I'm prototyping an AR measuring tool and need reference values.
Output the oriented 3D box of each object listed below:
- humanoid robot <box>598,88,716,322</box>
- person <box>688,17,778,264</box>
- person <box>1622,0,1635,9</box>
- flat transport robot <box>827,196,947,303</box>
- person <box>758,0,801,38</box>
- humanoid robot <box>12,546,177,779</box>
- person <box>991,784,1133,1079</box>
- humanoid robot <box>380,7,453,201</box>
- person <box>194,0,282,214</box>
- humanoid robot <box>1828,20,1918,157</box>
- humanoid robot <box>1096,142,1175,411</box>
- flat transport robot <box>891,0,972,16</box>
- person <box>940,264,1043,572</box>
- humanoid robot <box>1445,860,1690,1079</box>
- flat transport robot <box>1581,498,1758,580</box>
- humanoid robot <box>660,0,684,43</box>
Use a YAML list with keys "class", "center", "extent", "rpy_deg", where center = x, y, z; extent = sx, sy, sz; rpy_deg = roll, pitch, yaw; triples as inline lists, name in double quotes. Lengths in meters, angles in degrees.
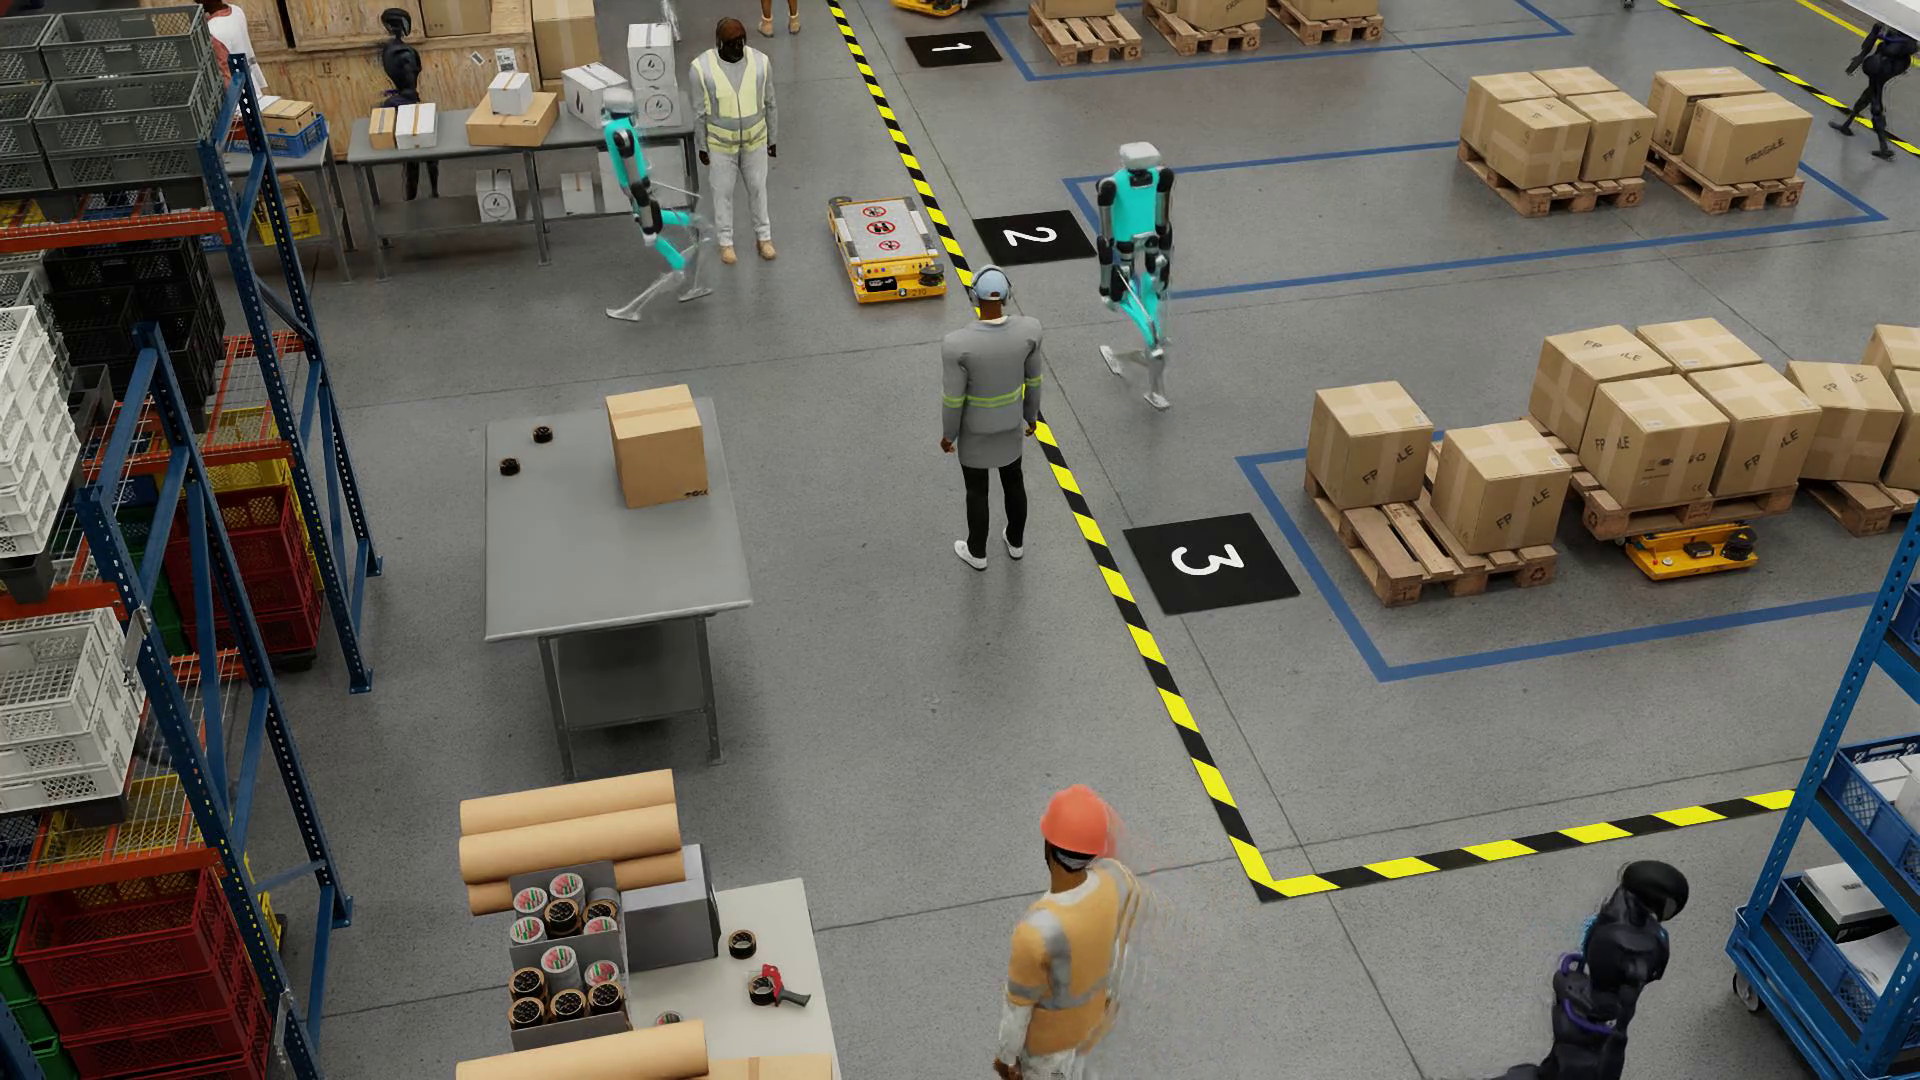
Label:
- class: "humanoid robot"
  center: [-2.020, -2.276, 11.377]
  extent: [1.015, 1.729, 0.553]
  rpy_deg: [-12, 38, -16]
- class: "person"
  center: [-1.624, -2.915, 12.164]
  extent: [0.622, 1.837, 0.429]
  rpy_deg: [-11, 38, -14]
- class: "person"
  center: [6.795, -6.305, 16.747]
  extent: [0.613, 1.797, 0.903]
  rpy_deg: [9, 38, 12]
- class: "flat transport robot"
  center: [-0.570, -2.220, 12.538]
  extent: [0.659, 0.231, 1.431]
  rpy_deg: [-8, 37, -10]
- class: "person"
  center: [-1.825, -5.871, 15.970]
  extent: [0.607, 2.031, 0.406]
  rpy_deg: [-9, 37, -11]
- class: "humanoid robot"
  center: [-3.910, 0.662, 7.510]
  extent: [0.725, 1.631, 0.600]
  rpy_deg: [-3, 37, -4]
- class: "person"
  center: [0.400, 1.690, 5.935]
  extent: [0.919, 1.871, 0.579]
  rpy_deg: [27, 44, 31]
- class: "humanoid robot"
  center: [-4.195, -3.254, 12.748]
  extent: [0.591, 1.641, 0.593]
  rpy_deg: [-19, 41, -23]
- class: "person"
  center: [-5.517, -3.407, 12.753]
  extent: [0.389, 1.916, 0.592]
  rpy_deg: [-4, 37, -5]
- class: "humanoid robot"
  center: [7.751, -4.061, 13.884]
  extent: [0.595, 1.636, 0.791]
  rpy_deg: [-14, 39, -19]
- class: "humanoid robot"
  center: [1.182, -1.584, 10.450]
  extent: [0.536, 1.733, 1.031]
  rpy_deg: [-18, 40, -22]
- class: "flat transport robot"
  center: [-0.053, -5.802, 17.328]
  extent: [0.652, 0.197, 1.431]
  rpy_deg: [21, 41, 25]
- class: "person"
  center: [0.157, -0.670, 9.128]
  extent: [0.595, 1.850, 0.398]
  rpy_deg: [-14, 39, -18]
- class: "humanoid robot"
  center: [2.221, 1.740, 6.052]
  extent: [0.641, 1.626, 0.608]
  rpy_deg: [8, 37, 11]
- class: "flat transport robot"
  center: [4.062, -0.294, 9.926]
  extent: [0.652, 0.197, 1.431]
  rpy_deg: [-8, 37, -10]
- class: "humanoid robot"
  center: [-2.872, -5.709, 16.027]
  extent: [0.553, 1.752, 1.046]
  rpy_deg: [-10, 38, -13]
